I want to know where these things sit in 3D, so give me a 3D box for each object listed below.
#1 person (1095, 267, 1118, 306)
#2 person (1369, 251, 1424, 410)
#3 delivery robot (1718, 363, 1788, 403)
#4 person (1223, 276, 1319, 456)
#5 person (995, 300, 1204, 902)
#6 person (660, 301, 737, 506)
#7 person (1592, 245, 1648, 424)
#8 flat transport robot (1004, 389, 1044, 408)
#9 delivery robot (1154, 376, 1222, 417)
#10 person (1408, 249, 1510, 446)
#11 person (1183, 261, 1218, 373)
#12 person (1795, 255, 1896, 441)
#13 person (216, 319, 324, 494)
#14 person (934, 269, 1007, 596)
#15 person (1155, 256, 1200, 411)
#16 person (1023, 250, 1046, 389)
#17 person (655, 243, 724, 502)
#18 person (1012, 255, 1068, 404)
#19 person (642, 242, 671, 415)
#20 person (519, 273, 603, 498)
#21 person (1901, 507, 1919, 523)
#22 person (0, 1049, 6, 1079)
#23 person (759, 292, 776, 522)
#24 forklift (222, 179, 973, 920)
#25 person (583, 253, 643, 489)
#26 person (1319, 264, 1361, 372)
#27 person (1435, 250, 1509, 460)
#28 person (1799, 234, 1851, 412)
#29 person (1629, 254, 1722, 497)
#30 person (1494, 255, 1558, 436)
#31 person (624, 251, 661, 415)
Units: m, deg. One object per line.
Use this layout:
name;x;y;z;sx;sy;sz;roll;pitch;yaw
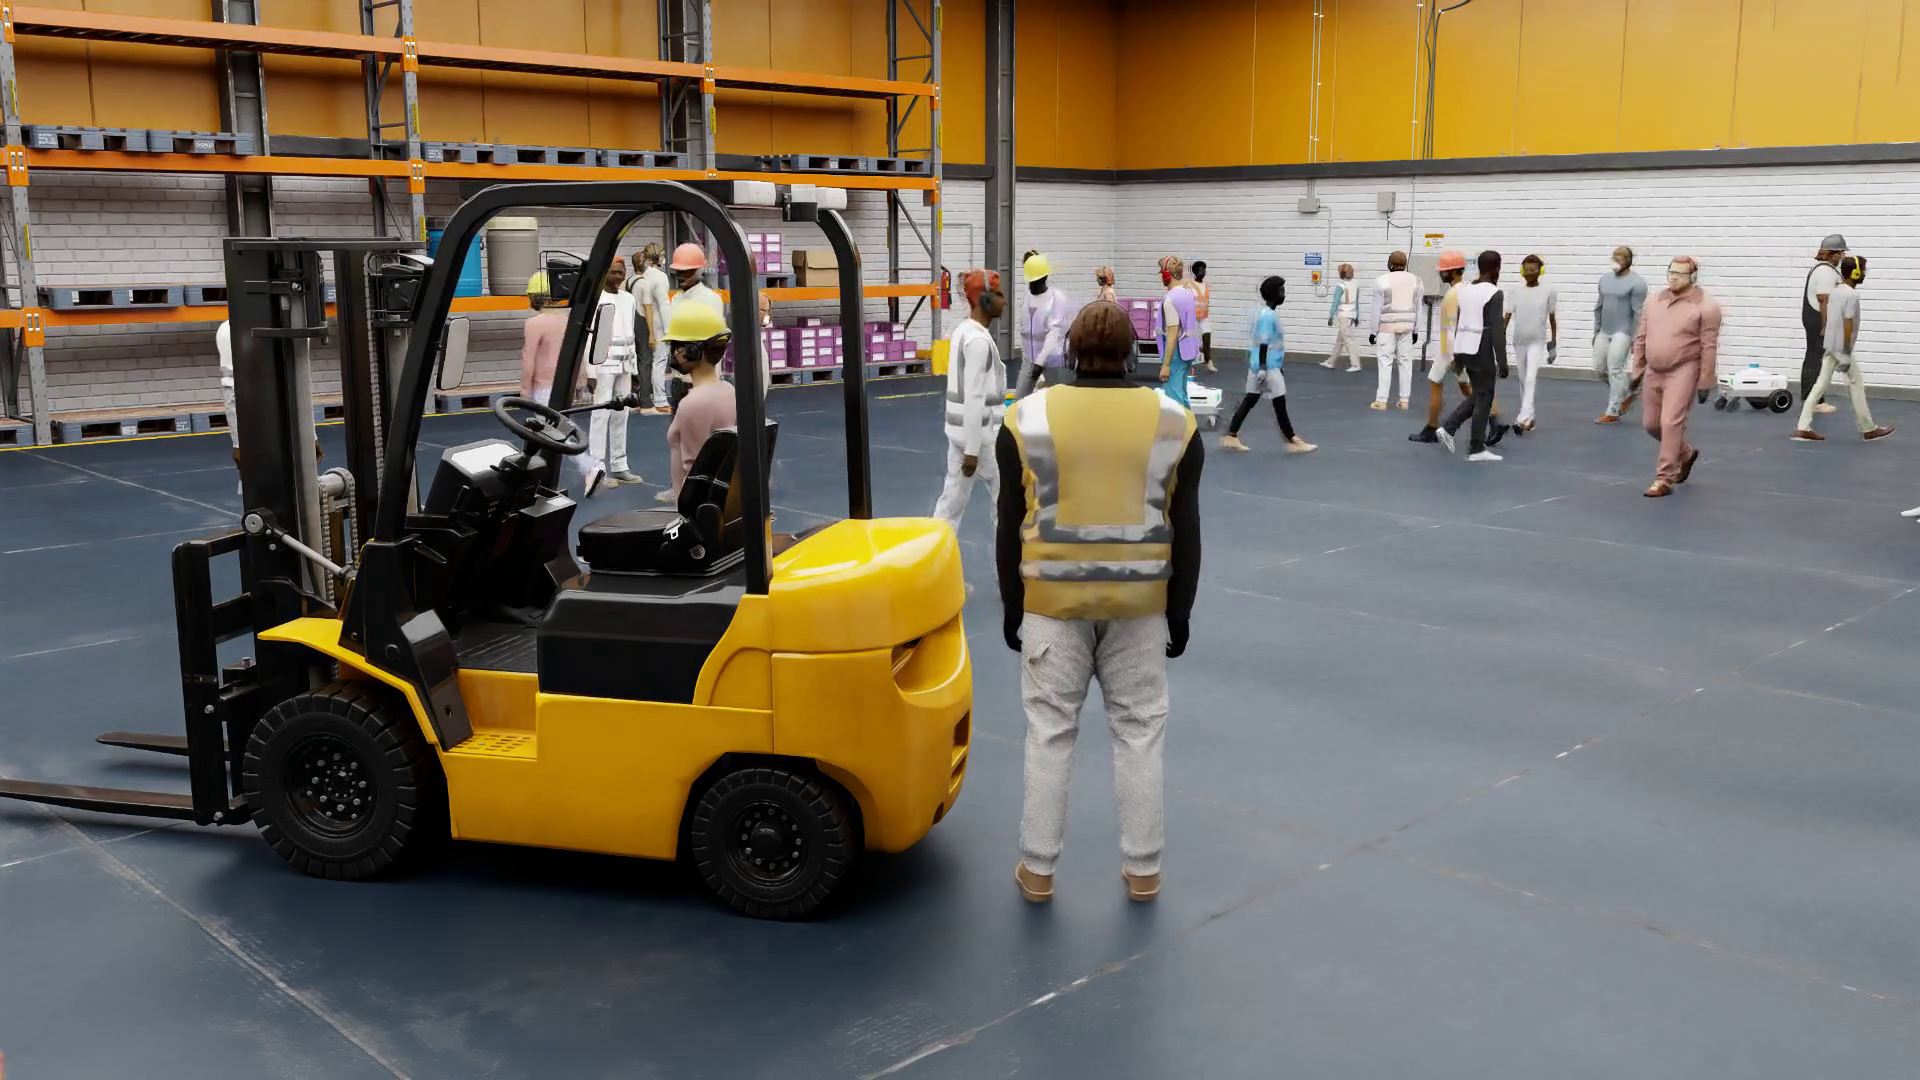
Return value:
person;1.794;-2.522;20.401;0.314;1.636;0.514;0;10;-2
person;5.053;-2.433;19.356;0.629;1.843;0.429;-2;11;-10
delivery robot;9.111;-1.796;19.121;0.707;0.478;0.477;-1;11;-4
person;2.858;-1.601;15.345;0.891;1.649;0.544;2;11;10
person;0.413;0.196;5.062;0.622;1.835;0.430;0;10;0
person;-1.015;-0.056;6.601;0.312;1.768;0.522;1;10;8
person;7.107;-2.202;17.884;0.568;1.919;0.642;-4;11;-23
flat transport robot;0.614;-1.625;19.233;1.431;0.197;0.652;-2;11;-8
delivery robot;2.376;-1.470;17.358;0.707;0.478;0.477;2;11;11
person;4.832;-1.842;15.997;0.936;1.899;0.556;9;14;41
person;3.492;-3.336;24.828;0.537;1.655;0.898;-6;12;-28
person;8.711;-1.864;16.308;0.961;1.817;0.551;0;10;0
person;-3.690;-0.579;8.980;0.361;1.939;0.543;6;12;29
person;0.208;-0.577;9.278;0.949;1.829;0.582;-2;11;-12
person;1.899;-1.567;14.636;0.396;1.840;0.564;4;11;22
person;1.004;-2.915;22.040;0.335;1.831;0.656;2;11;11
person;-1.956;-1.269;12.675;0.687;1.968;0.652;-9;14;-41
person;0.739;-1.648;15.091;0.603;1.849;0.984;10;14;43
person;-3.456;-2.387;18.835;0.361;1.939;0.635;-10;14;-42
person;-3.101;-1.178;12.777;0.751;1.740;0.525;3;11;17
person;6.908;-0.976;11.698;0.311;1.736;0.483;2;11;13
person;-1.051;0.816;1.447;0.642;1.913;0.409;1;10;4
person;-1.464;-0.951;11.838;0.279;1.633;0.499;-1;10;-7
forklift;-1.114;-0.058;5.440;2.313;2.155;1.214;2;11;13
person;-2.801;-1.363;13.407;0.342;1.881;0.579;6;12;31
person;5.711;-3.313;24.837;0.842;1.589;0.529;10;14;43
person;4.642;-1.649;14.946;0.485;1.896;0.612;-2;11;-10
person;10.001;-2.499;19.170;0.536;2.000;0.684;3;11;18
person;5.630;-1.296;13.047;0.772;1.879;0.650;-6;12;-31
person;5.754;-1.982;16.953;0.551;1.814;0.973;7;13;34
person;-3.595;-2.328;18.781;0.345;1.842;0.505;-8;13;-39
